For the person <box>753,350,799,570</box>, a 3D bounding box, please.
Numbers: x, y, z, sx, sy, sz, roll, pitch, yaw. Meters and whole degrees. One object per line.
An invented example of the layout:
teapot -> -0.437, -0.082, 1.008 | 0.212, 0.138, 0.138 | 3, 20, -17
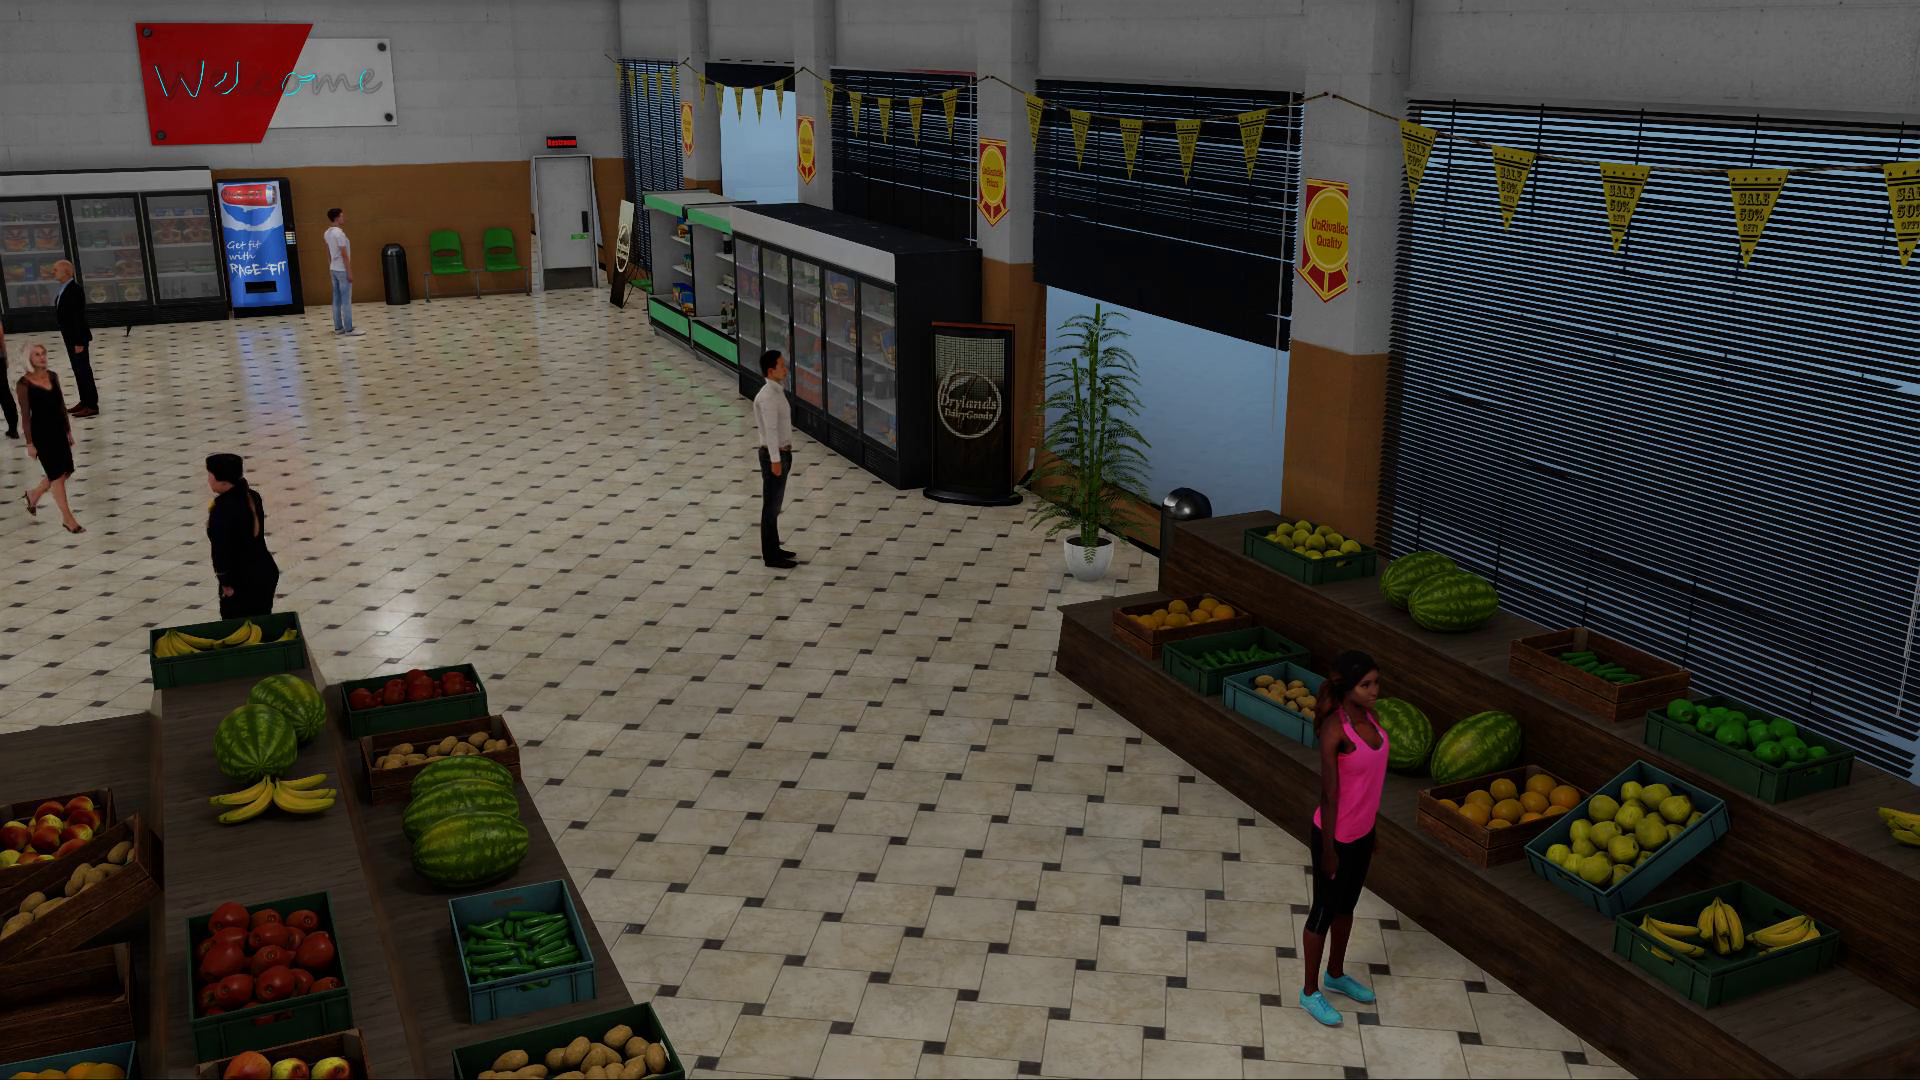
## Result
person -> -1.549, -0.684, 13.800 | 0.797, 1.811, 0.638 | 0, 17, -2

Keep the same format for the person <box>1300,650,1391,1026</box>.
person -> 1.707, 1.300, 7.419 | 0.619, 1.723, 0.640 | -15, 22, -40

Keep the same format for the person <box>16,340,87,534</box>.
person -> -8.081, -0.897, 14.652 | 1.010, 1.726, 0.968 | 5, 18, 17

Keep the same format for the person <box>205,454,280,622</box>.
person -> -4.638, 0.255, 10.975 | 0.968, 1.657, 0.938 | 1, 17, 4

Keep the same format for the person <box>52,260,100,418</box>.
person -> -10.269, -2.353, 19.318 | 0.797, 1.800, 0.625 | -14, 22, -39

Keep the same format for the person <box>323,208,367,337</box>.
person -> -9.119, -3.943, 24.466 | 0.627, 1.850, 0.782 | 15, 22, 40

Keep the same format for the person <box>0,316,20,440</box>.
person -> -10.572, -1.941, 18.040 | 0.717, 1.754, 0.706 | 11, 20, 31
